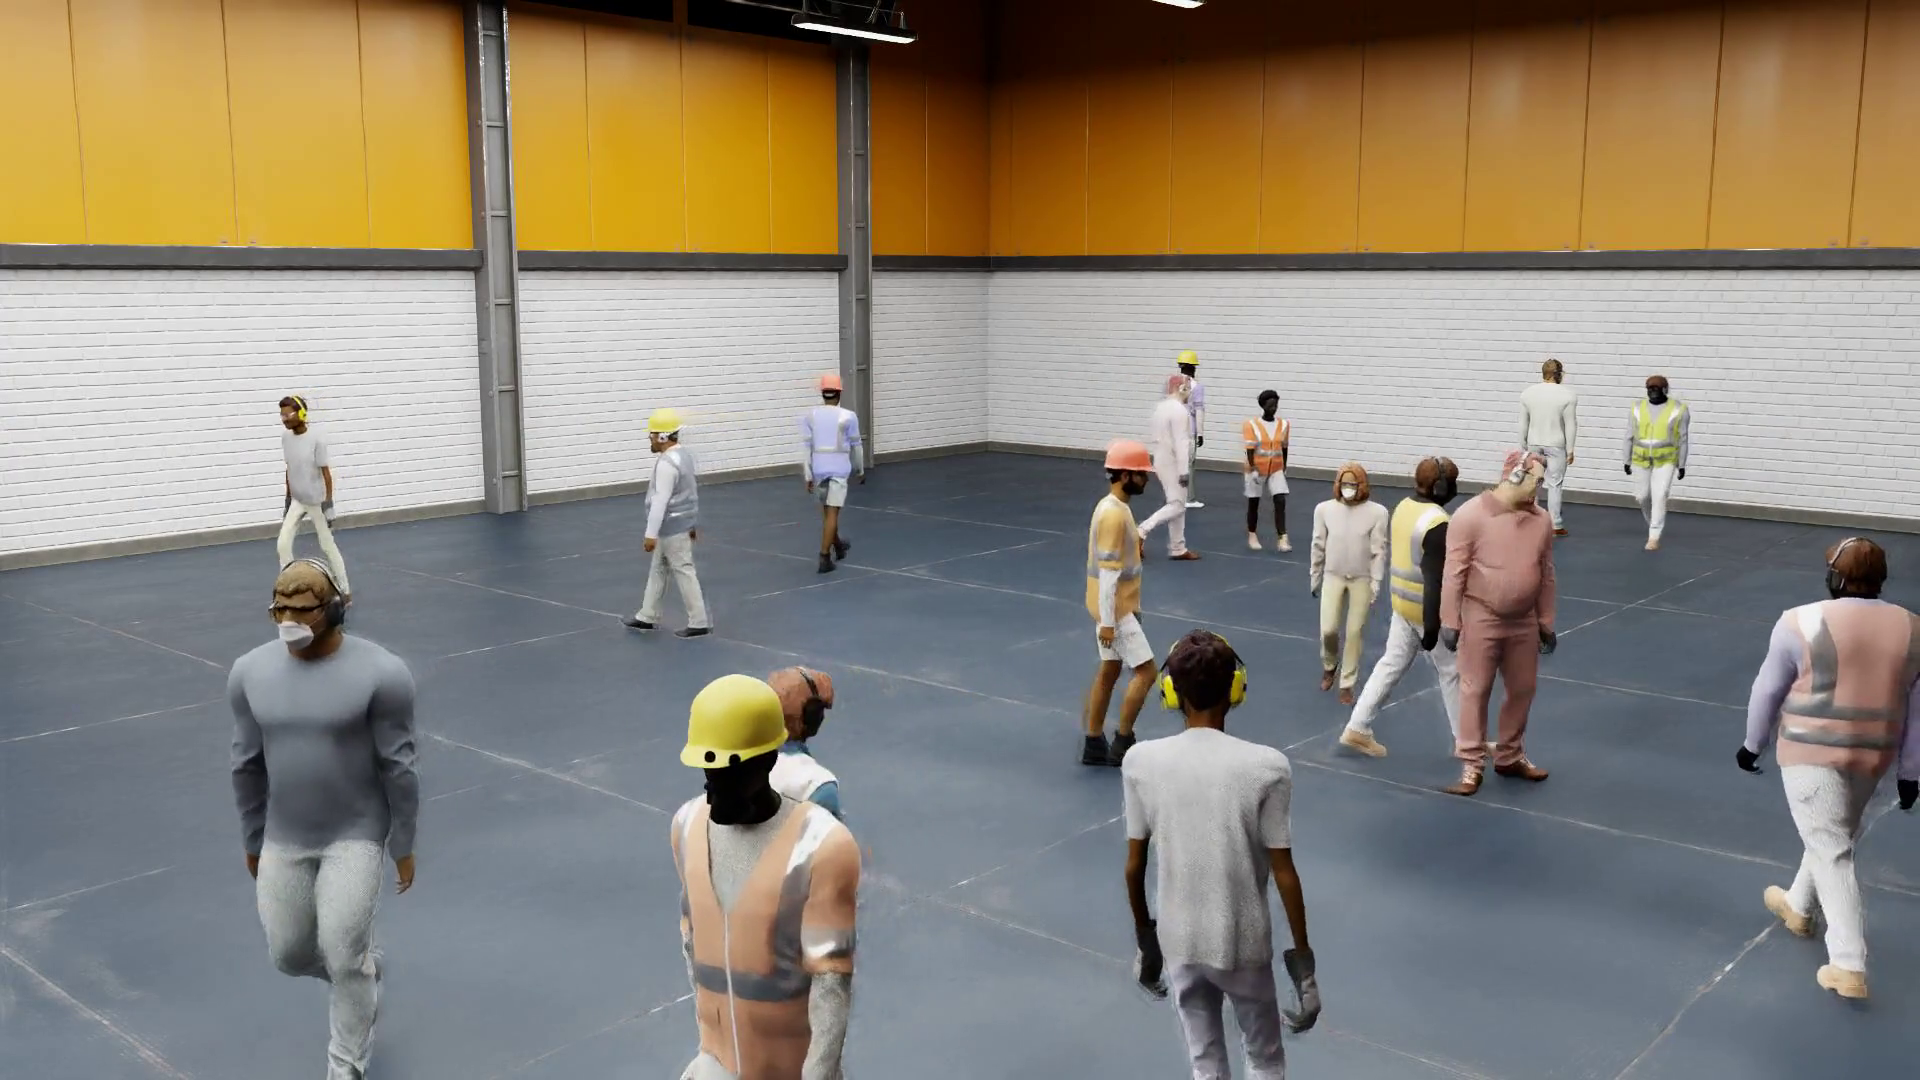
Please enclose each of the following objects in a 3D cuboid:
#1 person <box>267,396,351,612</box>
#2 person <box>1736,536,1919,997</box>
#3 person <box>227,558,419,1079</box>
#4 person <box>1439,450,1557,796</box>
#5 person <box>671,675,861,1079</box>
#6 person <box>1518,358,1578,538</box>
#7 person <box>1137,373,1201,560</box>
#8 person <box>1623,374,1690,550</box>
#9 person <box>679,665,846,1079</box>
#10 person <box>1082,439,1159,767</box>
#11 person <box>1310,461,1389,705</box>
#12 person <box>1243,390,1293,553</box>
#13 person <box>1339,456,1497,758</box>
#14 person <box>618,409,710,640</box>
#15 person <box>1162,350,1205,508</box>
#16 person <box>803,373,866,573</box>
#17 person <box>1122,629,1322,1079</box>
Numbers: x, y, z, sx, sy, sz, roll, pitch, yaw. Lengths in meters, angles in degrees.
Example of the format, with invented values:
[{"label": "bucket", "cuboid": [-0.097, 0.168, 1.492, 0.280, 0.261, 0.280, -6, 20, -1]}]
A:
[{"label": "person", "cuboid": [-5.526, -0.287, 13.952, 0.603, 1.821, 0.853, 4, 10, 23]}, {"label": "person", "cuboid": [3.555, 0.875, 6.777, 0.625, 1.793, 1.001, 0, 9, -2]}, {"label": "person", "cuboid": [-2.122, 0.989, 5.647, 0.635, 1.922, 0.716, 0, 9, 3]}, {"label": "person", "cuboid": [2.972, 0.451, 9.130, 0.731, 1.886, 0.422, -3, 9, -16]}, {"label": "person", "cuboid": [-0.514, 1.259, 4.062, 0.607, 1.879, 0.992, 5, 10, 29]}, {"label": "person", "cuboid": [6.360, -0.993, 18.025, 0.629, 1.937, 0.379, 8, 12, 41]}, {"label": "person", "cuboid": [2.029, -0.705, 16.426, 0.697, 1.872, 0.704, -1, 9, -8]}, {"label": "person", "cuboid": [7.300, -0.832, 17.433, 0.643, 1.819, 0.759, 7, 11, 37]}, {"label": "person", "cuboid": [-0.610, 1.204, 5.224, 0.553, 1.618, 0.545, -7, 12, -38]}, {"label": "person", "cuboid": [0.960, 0.383, 9.462, 0.592, 1.915, 0.556, 1, 9, 5]}, {"label": "person", "cuboid": [2.564, 0.282, 10.998, 0.494, 1.616, 0.362, 3, 9, 16]}, {"label": "person", "cuboid": [3.145, -0.684, 16.922, 0.534, 1.660, 0.780, -2, 9, -11]}, {"label": "person", "cuboid": [2.689, 0.401, 9.704, 0.944, 1.808, 0.627, -2, 9, -11]}, {"label": "person", "cuboid": [-2.340, -0.114, 12.923, 0.851, 1.793, 0.636, 0, 9, 2]}, {"label": "person", "cuboid": [2.729, -1.347, 20.285, 0.589, 1.924, 0.384, 8, 12, 41]}, {"label": "person", "cuboid": [-1.206, -0.669, 16.154, 0.548, 1.874, 1.002, 3, 10, 18]}, {"label": "person", "cuboid": [0.744, 1.173, 4.726, 0.599, 1.835, 0.418, 4, 10, 22]}]
